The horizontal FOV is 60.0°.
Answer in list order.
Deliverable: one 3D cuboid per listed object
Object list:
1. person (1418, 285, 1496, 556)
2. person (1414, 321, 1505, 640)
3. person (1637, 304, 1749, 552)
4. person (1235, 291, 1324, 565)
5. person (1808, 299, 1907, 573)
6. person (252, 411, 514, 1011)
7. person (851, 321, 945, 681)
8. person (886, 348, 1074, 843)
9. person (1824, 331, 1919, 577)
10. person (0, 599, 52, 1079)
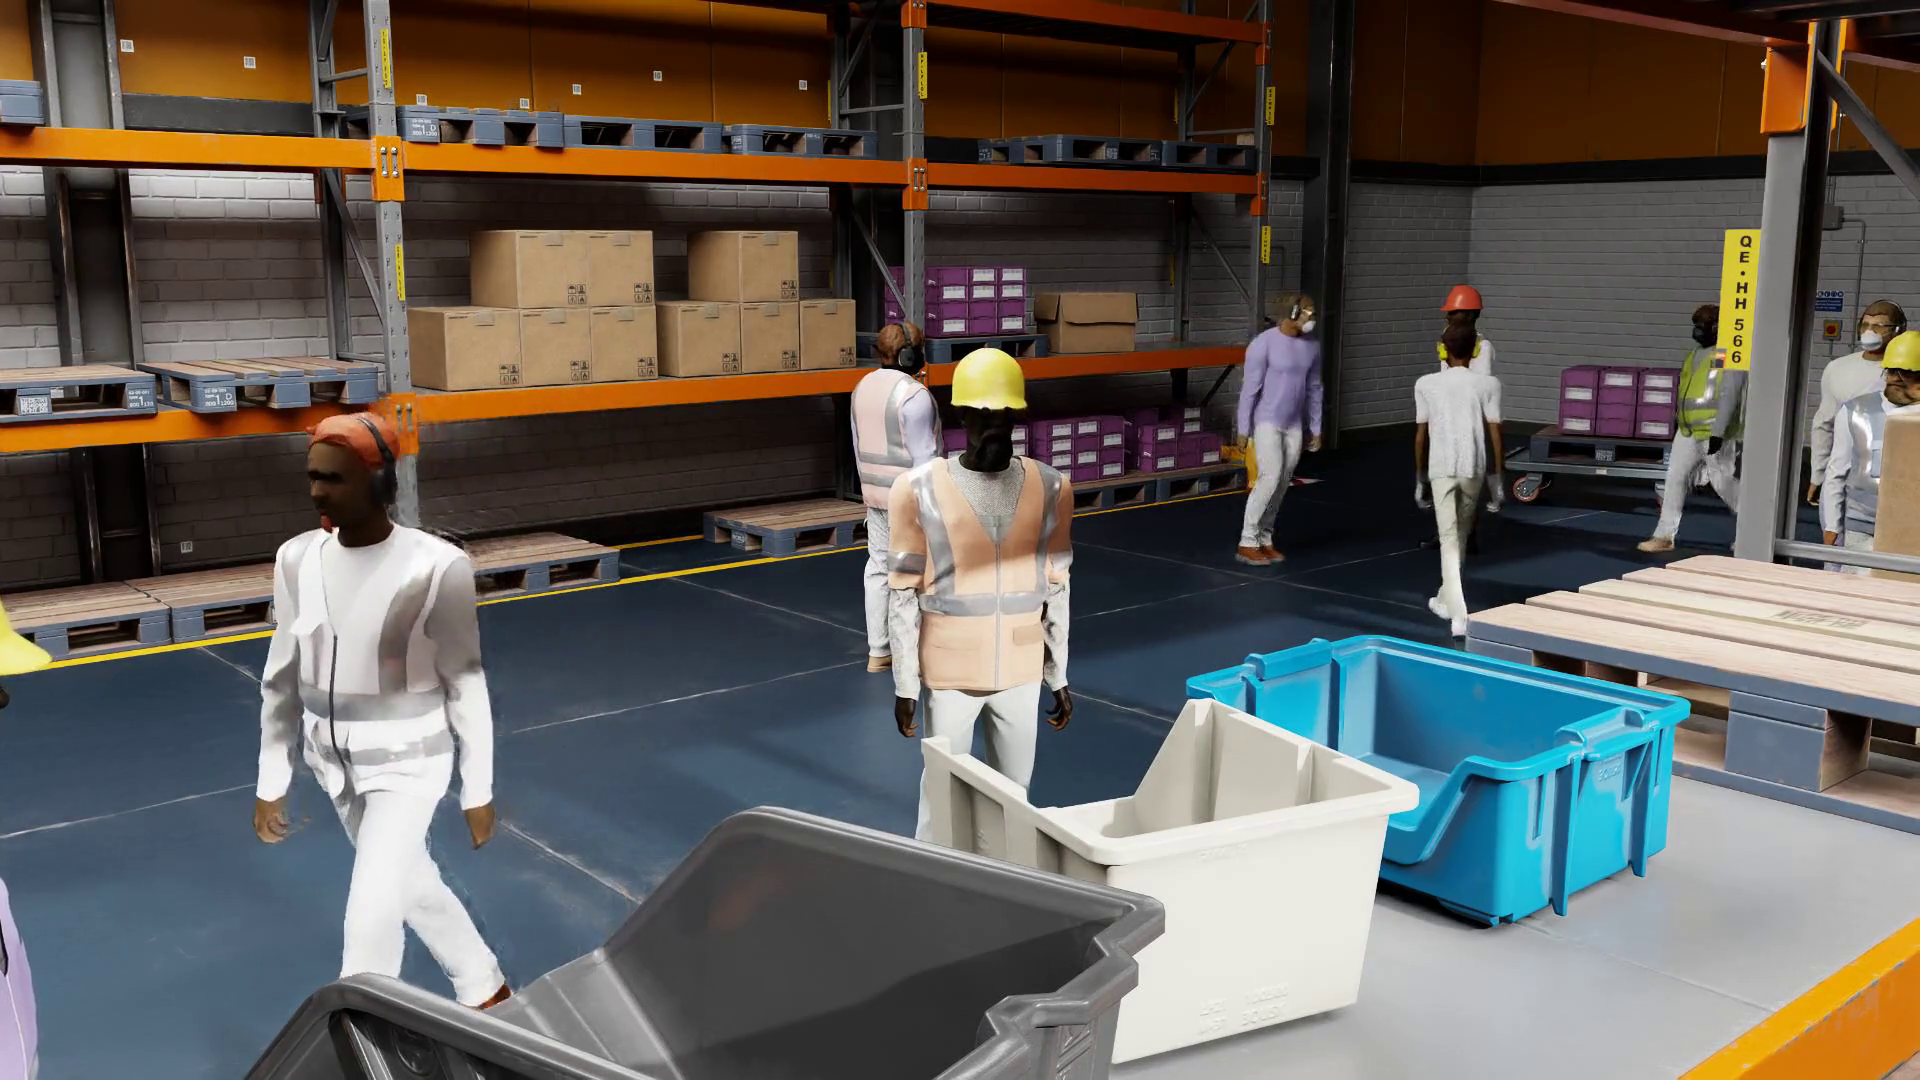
[{"bbox_3d":[3.573,-0.847,11.920,0.356,1.939,0.543,-3,11,-16],"label":"person"},{"bbox_3d":[2.870,-0.350,9.578,0.496,1.802,1.007,1,10,7],"label":"person"},{"bbox_3d":[5.433,-0.793,11.999,0.887,1.809,0.624,-3,10,-14],"label":"person"},{"bbox_3d":[2.247,-0.773,11.597,0.675,1.906,0.486,-7,12,-34],"label":"person"},{"bbox_3d":[4.856,-0.310,8.915,0.372,1.940,0.630,-7,12,-35],"label":"person"},{"bbox_3d":[-1.467,0.585,4.226,0.586,1.837,1.006,5,11,24],"label":"person"},{"bbox_3d":[-0.293,-0.193,8.533,0.429,1.844,0.626,-8,13,-36],"label":"person"},{"bbox_3d":[0.072,0.386,5.039,0.587,1.930,0.359,-3,11,-18],"label":"person"},{"bbox_3d":[4.445,-0.079,7.925,0.600,1.827,0.404,4,11,21],"label":"person"},{"bbox_3d":[-1.272,0.923,2.058,0.393,1.919,0.589,-3,11,-17],"label":"person"}]
